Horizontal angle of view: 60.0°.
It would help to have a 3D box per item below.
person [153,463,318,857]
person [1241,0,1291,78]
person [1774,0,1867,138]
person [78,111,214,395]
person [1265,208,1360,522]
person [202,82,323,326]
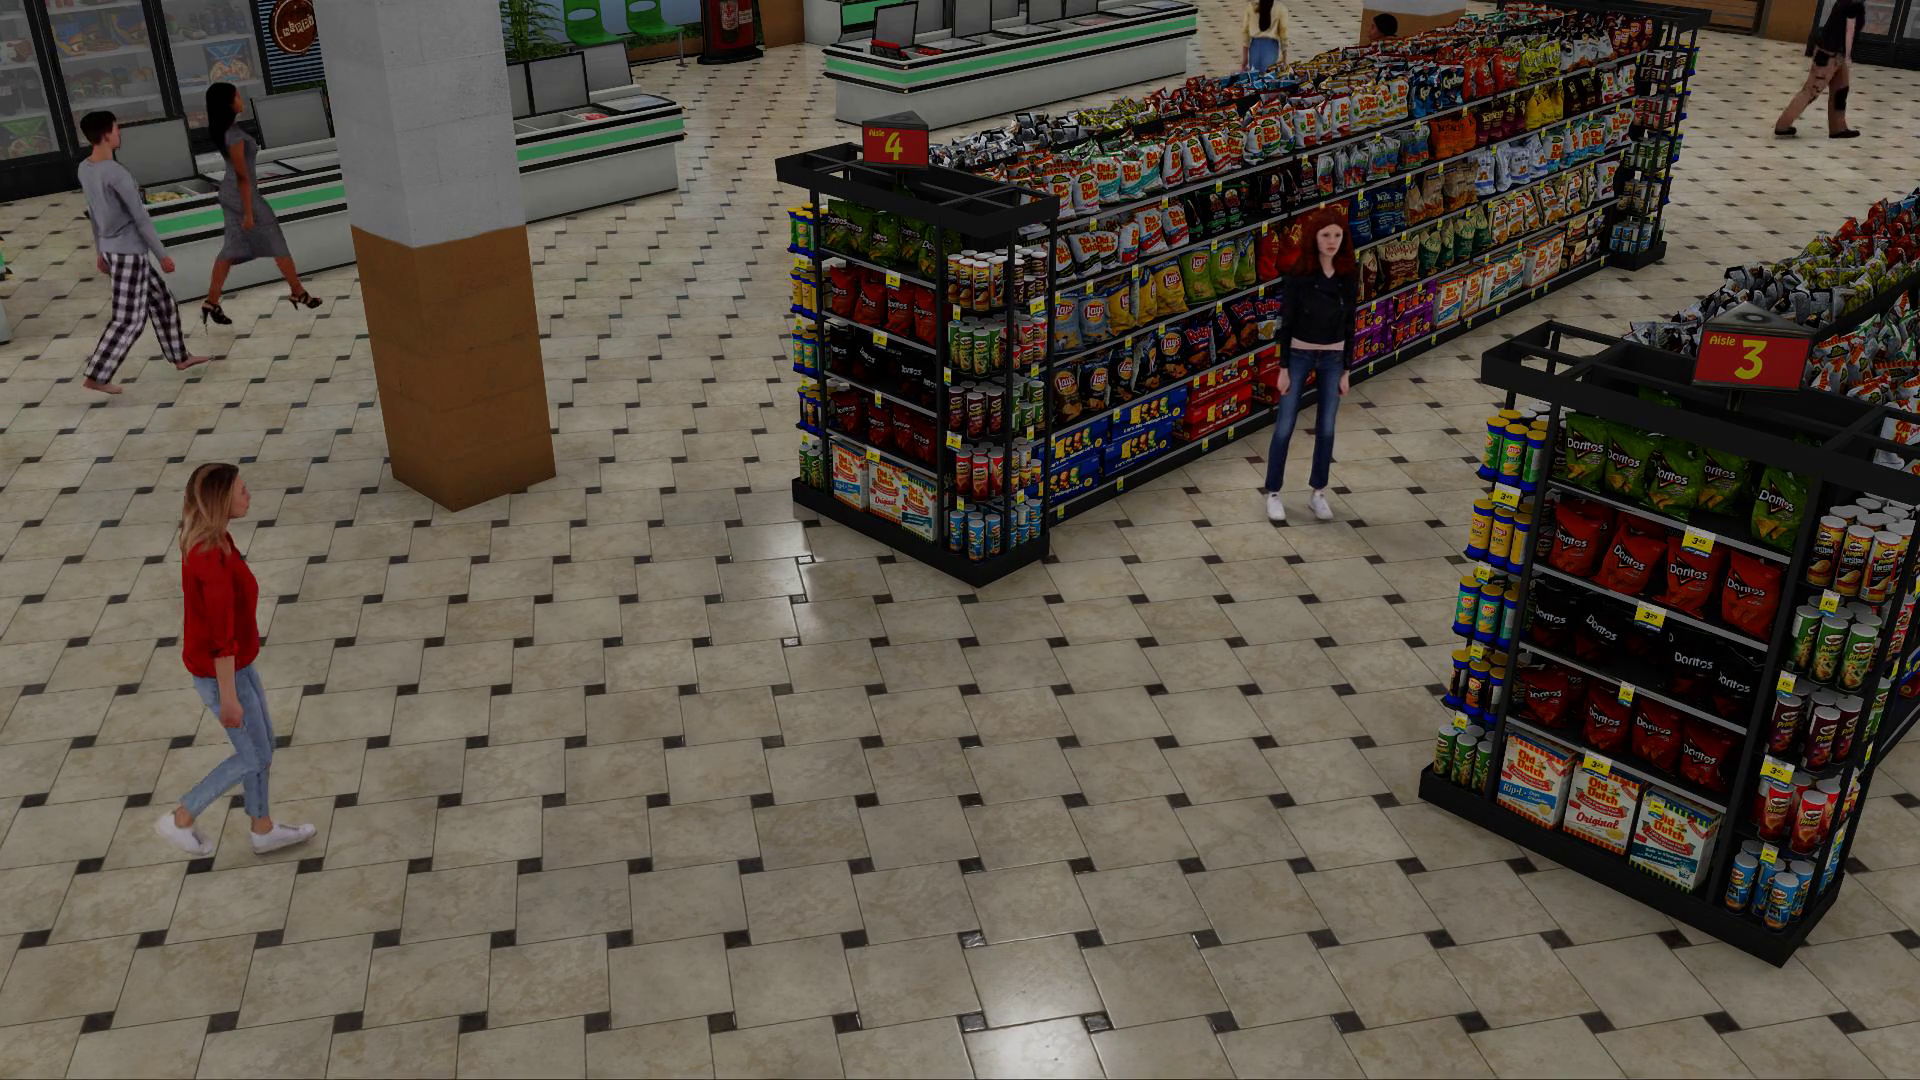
[{"bbox_3d":[-2.872,0.536,6.330,0.916,1.681,0.780,-15,30,-26],"label":"person"},{"bbox_3d":[3.150,-4.993,17.331,0.898,1.592,1.220,12,29,23],"label":"person"},{"bbox_3d":[8.930,-5.028,17.192,0.980,1.781,1.084,8,28,15],"label":"person"},{"bbox_3d":[-5.504,-1.817,10.833,0.721,1.804,1.179,20,33,34],"label":"person"},{"bbox_3d":[1.937,-0.947,9.139,0.639,1.786,0.702,0,27,-1],"label":"person"},{"bbox_3d":[-5.262,-2.367,11.994,0.623,1.735,1.097,23,35,38],"label":"person"}]
